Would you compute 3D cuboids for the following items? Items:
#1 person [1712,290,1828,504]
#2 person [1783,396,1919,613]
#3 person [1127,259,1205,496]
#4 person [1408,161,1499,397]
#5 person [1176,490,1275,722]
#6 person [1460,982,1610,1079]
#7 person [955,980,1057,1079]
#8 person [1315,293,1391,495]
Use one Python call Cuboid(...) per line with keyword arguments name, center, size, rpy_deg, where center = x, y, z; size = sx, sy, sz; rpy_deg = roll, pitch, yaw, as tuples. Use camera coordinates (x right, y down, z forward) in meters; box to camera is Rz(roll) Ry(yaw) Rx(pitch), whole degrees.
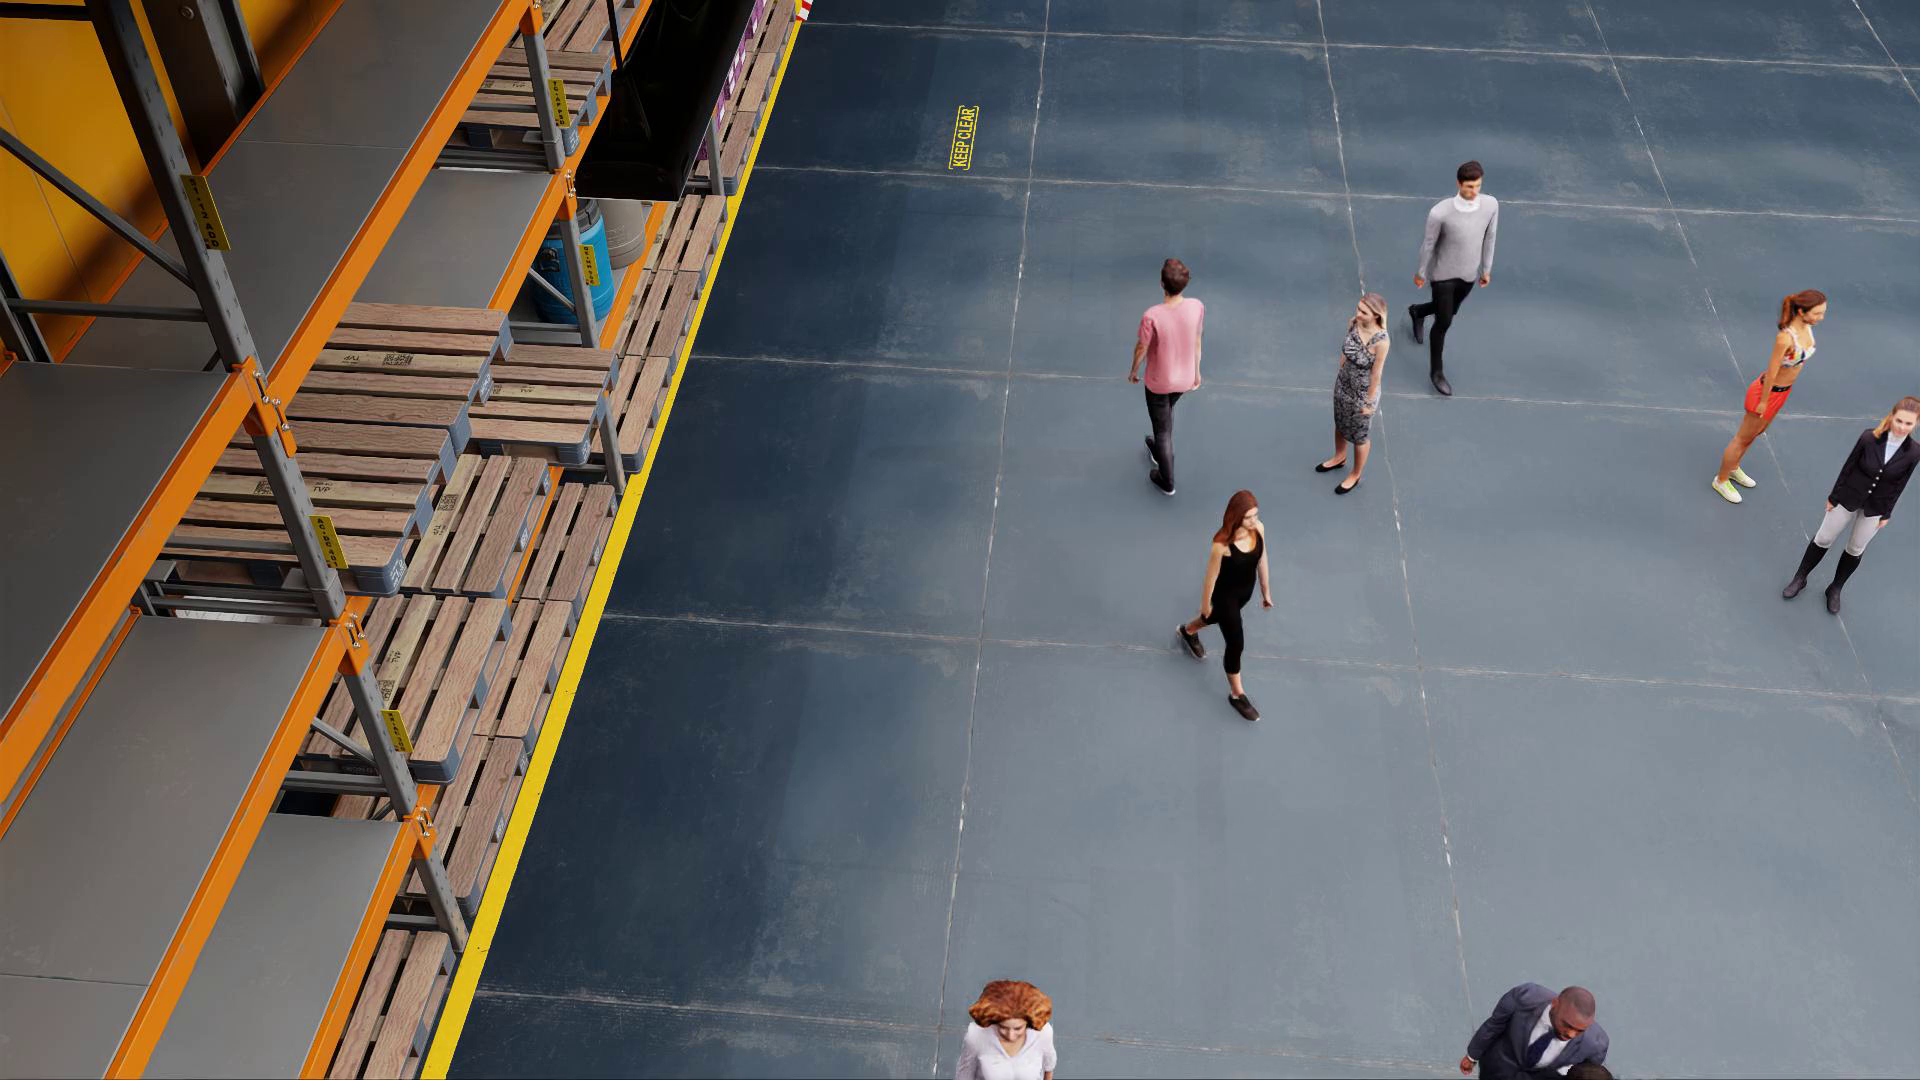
Cuboid(name="person", center=(5.878, -1.072, 12.073), size=(0.664, 1.790, 0.734), rpy_deg=(-33, 53, -30))
Cuboid(name="person", center=(6.084, -0.235, 11.240), size=(0.647, 1.728, 0.677), rpy_deg=(21, 47, 20))
Cuboid(name="person", center=(1.548, -1.111, 12.005), size=(0.852, 1.940, 0.978), rpy_deg=(-16, 46, -16))
Cuboid(name="person", center=(3.865, -2.187, 13.154), size=(1.032, 1.913, 1.326), rpy_deg=(-12, 45, -12))
Cuboid(name="person", center=(1.701, 0.295, 10.709), size=(1.060, 1.692, 1.133), rpy_deg=(-30, 51, -27))
Cuboid(name="person", center=(2.796, 2.619, 8.205), size=(1.224, 1.782, 1.155), rpy_deg=(-28, 50, -26))
Cuboid(name="person", center=(0.236, 2.617, 8.276), size=(0.657, 1.686, 0.982), rpy_deg=(3, 44, 3))
Cuboid(name="person", center=(2.926, -1.095, 12.163), size=(0.689, 1.700, 0.596), rpy_deg=(-21, 47, -20))
